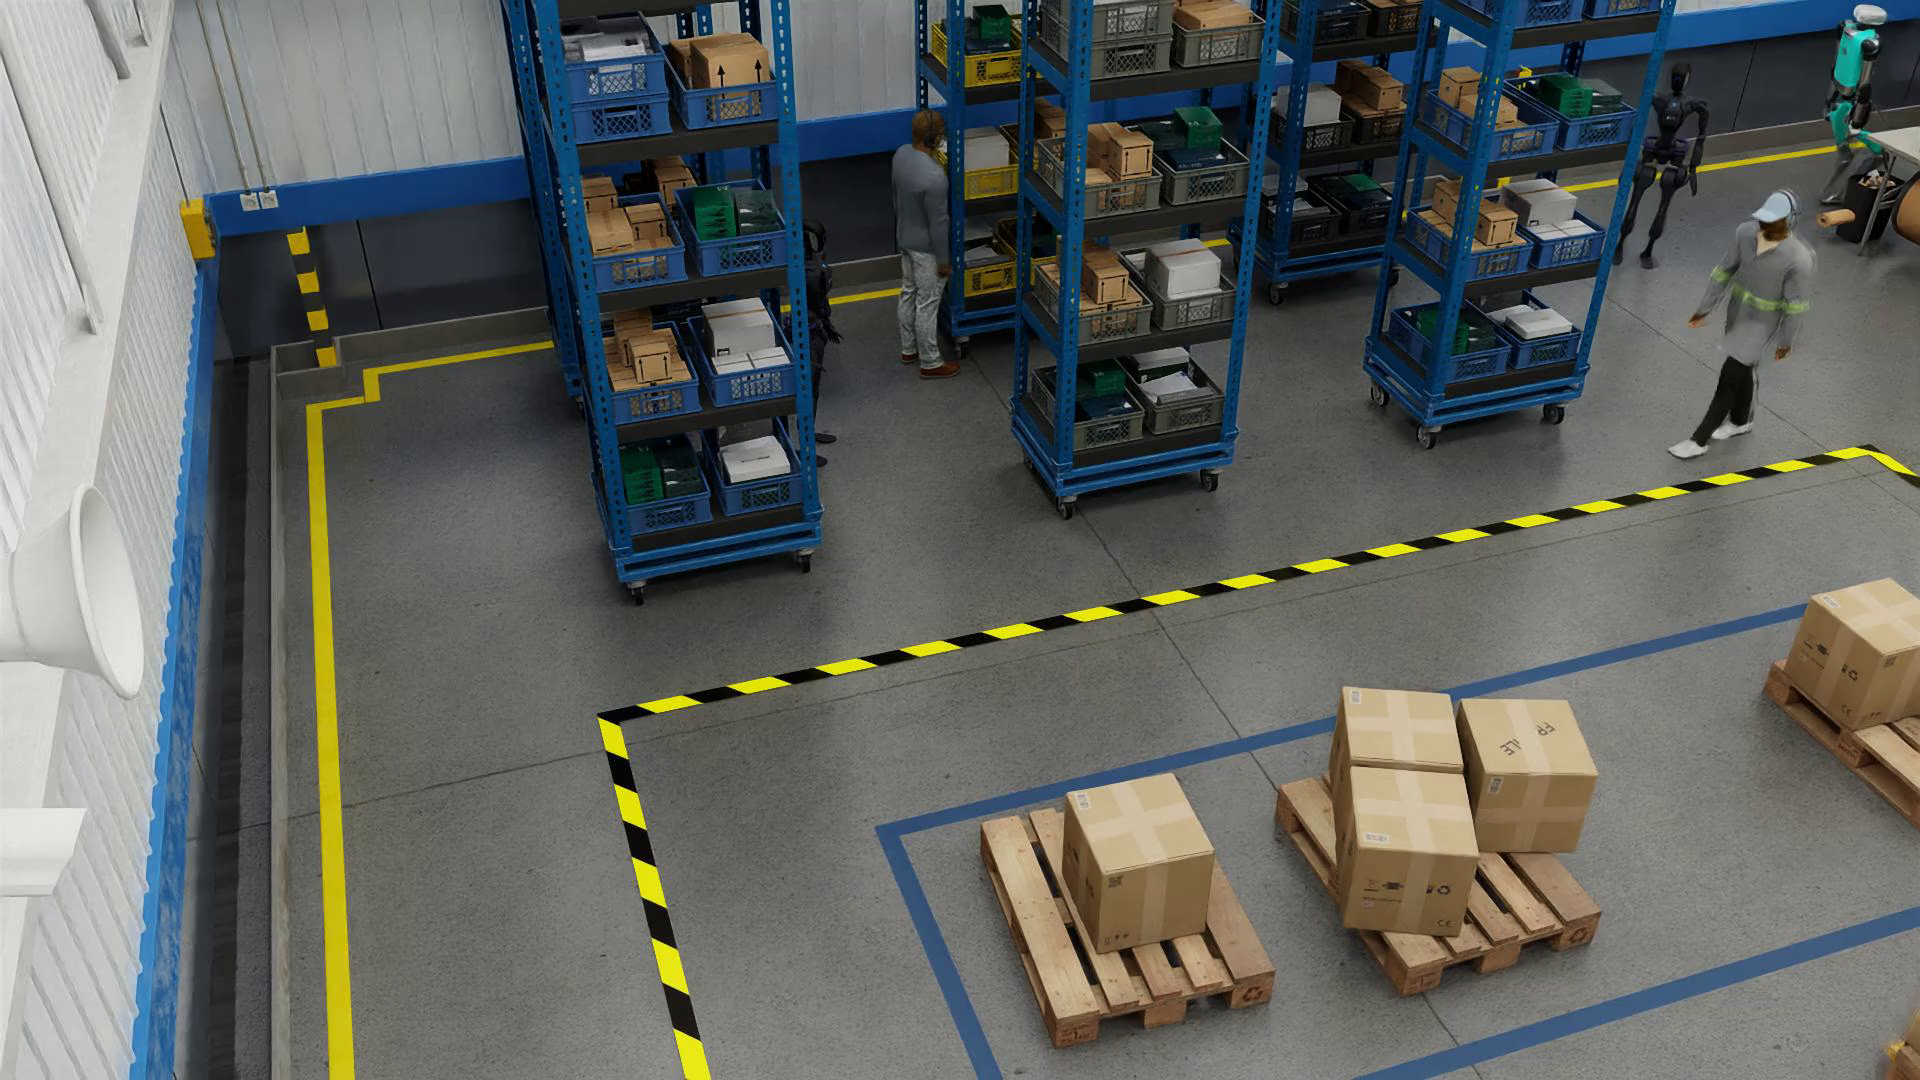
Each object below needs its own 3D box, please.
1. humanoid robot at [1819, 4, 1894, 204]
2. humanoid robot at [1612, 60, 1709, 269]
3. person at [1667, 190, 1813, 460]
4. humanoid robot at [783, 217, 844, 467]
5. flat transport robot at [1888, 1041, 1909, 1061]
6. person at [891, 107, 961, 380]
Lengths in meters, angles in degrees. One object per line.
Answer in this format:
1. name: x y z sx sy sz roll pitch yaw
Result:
1. humanoid robot: 7.529 -3.529 13.872 0.762 1.865 0.556 -3 35 -4
2. humanoid robot: 5.479 -2.916 12.965 0.591 1.652 0.337 14 37 19
3. person: 4.974 -1.382 10.669 0.874 1.816 0.602 -11 37 -15
4. humanoid robot: -0.948 -1.291 10.651 0.315 1.657 0.599 7 36 10
5. flat transport robot: 4.480 2.448 6.560 0.652 0.197 1.431 -11 37 -15
6. person: -0.248 -2.041 11.507 0.378 1.933 0.627 -16 38 -22
